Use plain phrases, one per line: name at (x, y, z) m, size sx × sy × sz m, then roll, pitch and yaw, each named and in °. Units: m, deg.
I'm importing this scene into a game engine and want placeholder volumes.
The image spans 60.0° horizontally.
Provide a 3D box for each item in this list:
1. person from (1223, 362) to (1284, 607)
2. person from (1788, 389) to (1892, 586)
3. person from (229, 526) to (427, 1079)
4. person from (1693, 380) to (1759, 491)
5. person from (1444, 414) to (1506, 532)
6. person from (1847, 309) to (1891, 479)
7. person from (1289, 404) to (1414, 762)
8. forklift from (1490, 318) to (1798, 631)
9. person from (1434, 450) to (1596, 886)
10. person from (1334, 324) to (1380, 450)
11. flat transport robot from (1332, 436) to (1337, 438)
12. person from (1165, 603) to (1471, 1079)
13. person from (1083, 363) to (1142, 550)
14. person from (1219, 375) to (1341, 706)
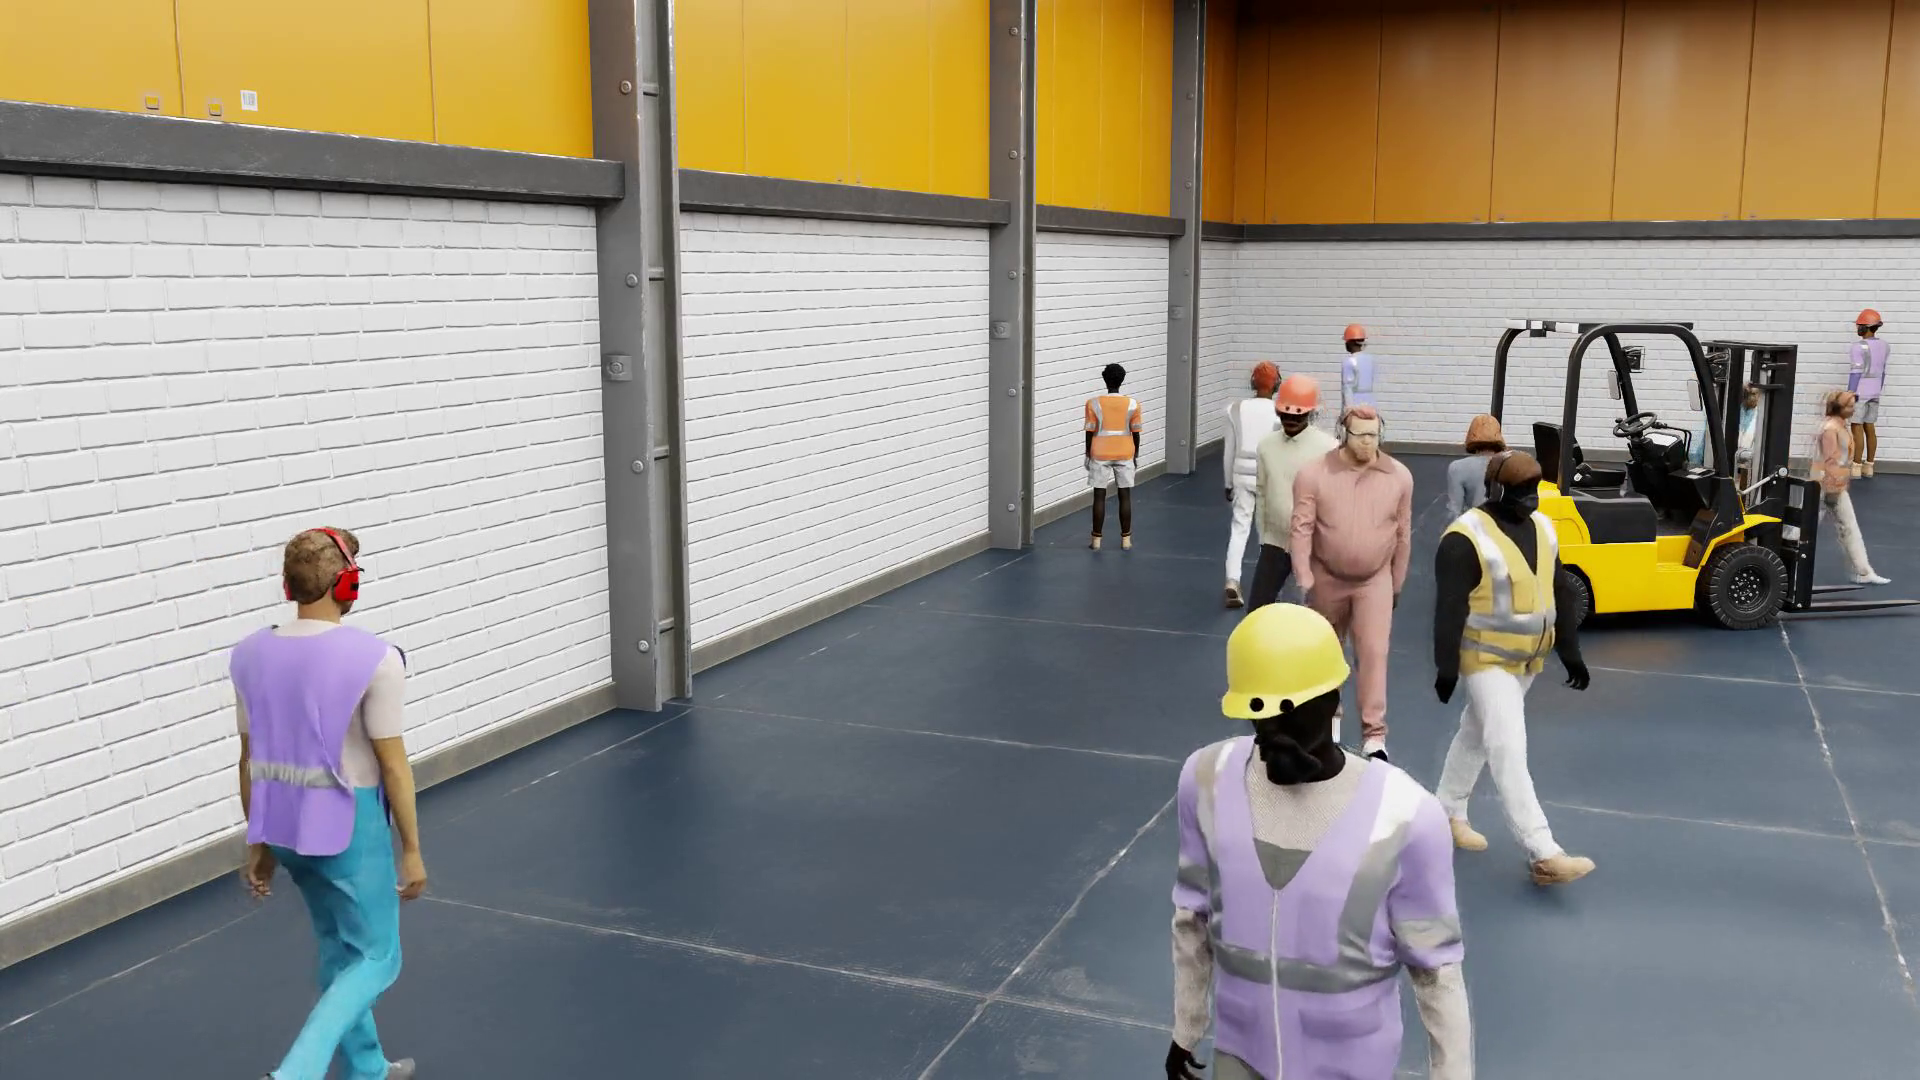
person at (2.238, -0.420, 12.568) m, size 0.575 × 1.853 × 0.907 m, roll 4°, pitch 10°, yaw 23°
person at (7.012, -0.422, 13.373) m, size 0.875 × 1.585 × 0.520 m, roll 7°, pitch 12°, yaw 37°
person at (-1.857, 0.876, 4.803) m, size 0.583 × 1.815 × 0.723 m, roll 3°, pitch 10°, yaw 20°
person at (6.606, -0.571, 14.229) m, size 0.575 × 1.591 × 0.678 m, roll 0°, pitch 9°, yaw 0°
person at (3.319, 0.014, 10.586) m, size 0.500 × 1.633 × 0.289 m, roll 0°, pitch 9°, yaw -3°
person at (10.892, -1.757, 20.070) m, size 0.607 × 2.048 × 0.370 m, roll -5°, pitch 11°, yaw -28°
person at (2.024, 0.230, 8.624) m, size 0.639 × 1.848 × 1.002 m, roll 1°, pitch 9°, yaw 8°
forklift at (4.706, -0.497, 11.990) m, size 2.313 × 2.155 × 1.214 m, roll -2°, pitch 10°, yaw -10°
person at (2.360, 0.519, 7.022) m, size 0.645 × 1.789 × 0.955 m, roll -6°, pitch 11°, yaw -34°
person at (4.602, -1.514, 19.039) m, size 0.559 × 1.914 × 0.880 m, roll -7°, pitch 12°, yaw -37°
flat transport robot at (4.875, -1.272, 22.499) m, size 1.431 × 0.197 × 0.652 m, roll -3°, pitch 10°, yaw -20°
person at (0.718, 1.061, 3.419) m, size 0.698 × 1.901 × 0.443 m, roll 6°, pitch 11°, yaw 32°
person at (1.375, -0.745, 15.020) m, size 0.535 × 1.691 × 0.318 m, roll -1°, pitch 9°, yaw -5°
person at (1.857, 0.039, 9.512) m, size 0.605 × 1.944 × 0.922 m, roll 8°, pitch 12°, yaw 40°
